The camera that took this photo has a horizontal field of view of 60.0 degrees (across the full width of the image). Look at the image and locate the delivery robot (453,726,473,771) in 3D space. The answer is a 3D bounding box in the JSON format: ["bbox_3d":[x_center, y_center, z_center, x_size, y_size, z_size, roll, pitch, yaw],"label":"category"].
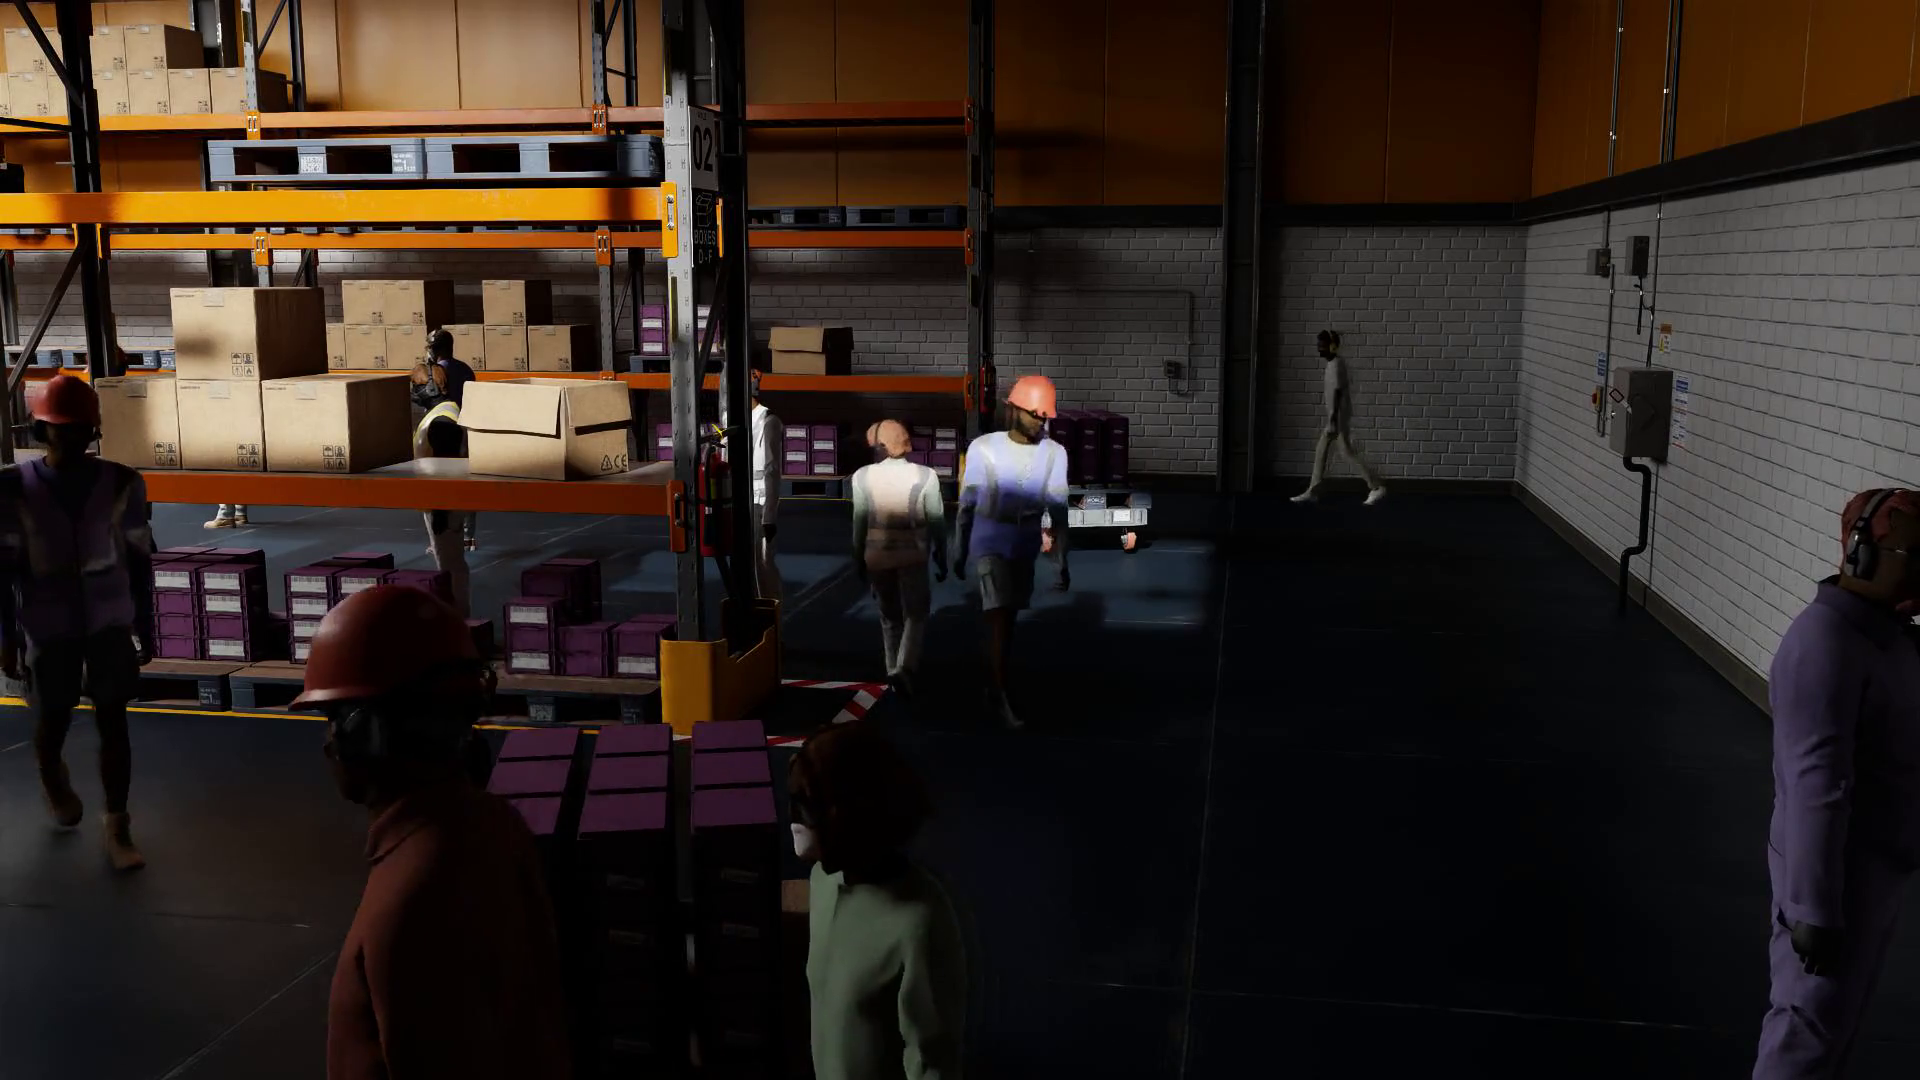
[{"bbox_3d":[-2.544,0.844,7.754,0.477,0.478,0.707,-6,11,-34],"label":"delivery robot"}]

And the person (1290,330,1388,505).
[{"bbox_3d":[3.969,-1.262,17.239,0.950,1.820,0.583,1,9,7],"label":"person"}]

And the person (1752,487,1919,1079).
[{"bbox_3d":[2.180,0.816,4.043,0.402,1.904,0.651,8,12,39],"label":"person"}]

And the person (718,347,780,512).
[{"bbox_3d":[-2.251,-1.140,16.473,0.832,1.806,0.595,0,9,-2],"label":"person"}]

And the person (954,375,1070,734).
[{"bbox_3d":[0.284,0.067,8.774,0.560,1.872,0.814,-3,10,-19],"label":"person"}]

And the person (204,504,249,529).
[{"bbox_3d":[-6.966,-1.027,15.671,0.429,1.845,0.620,1,9,4],"label":"person"}]

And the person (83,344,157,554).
[{"bbox_3d":[-5.979,-0.456,11.869,0.390,1.925,0.547,-9,13,-43],"label":"person"}]

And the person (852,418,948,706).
[{"bbox_3d":[-0.344,0.121,9.270,0.542,1.606,0.671,2,9,12],"label":"person"}]

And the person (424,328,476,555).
[{"bbox_3d":[-4.366,-0.834,14.181,0.372,1.938,0.630,3,10,16],"label":"person"}]

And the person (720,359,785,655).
[{"bbox_3d":[-1.306,-0.191,10.397,0.352,1.878,0.568,-7,11,-37],"label":"person"}]

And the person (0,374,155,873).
[{"bbox_3d":[-3.653,0.318,6.856,0.614,2.018,0.839,-6,11,-35],"label":"person"}]

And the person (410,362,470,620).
[{"bbox_3d":[-3.349,-0.218,10.705,0.429,1.830,0.621,-4,10,-22],"label":"person"}]

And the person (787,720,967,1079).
[{"bbox_3d":[-0.081,1.115,3.091,0.574,1.607,0.521,-6,11,-32],"label":"person"}]

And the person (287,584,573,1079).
[{"bbox_3d":[-0.863,1.042,2.521,0.980,1.936,0.615,0,9,-1],"label":"person"}]
